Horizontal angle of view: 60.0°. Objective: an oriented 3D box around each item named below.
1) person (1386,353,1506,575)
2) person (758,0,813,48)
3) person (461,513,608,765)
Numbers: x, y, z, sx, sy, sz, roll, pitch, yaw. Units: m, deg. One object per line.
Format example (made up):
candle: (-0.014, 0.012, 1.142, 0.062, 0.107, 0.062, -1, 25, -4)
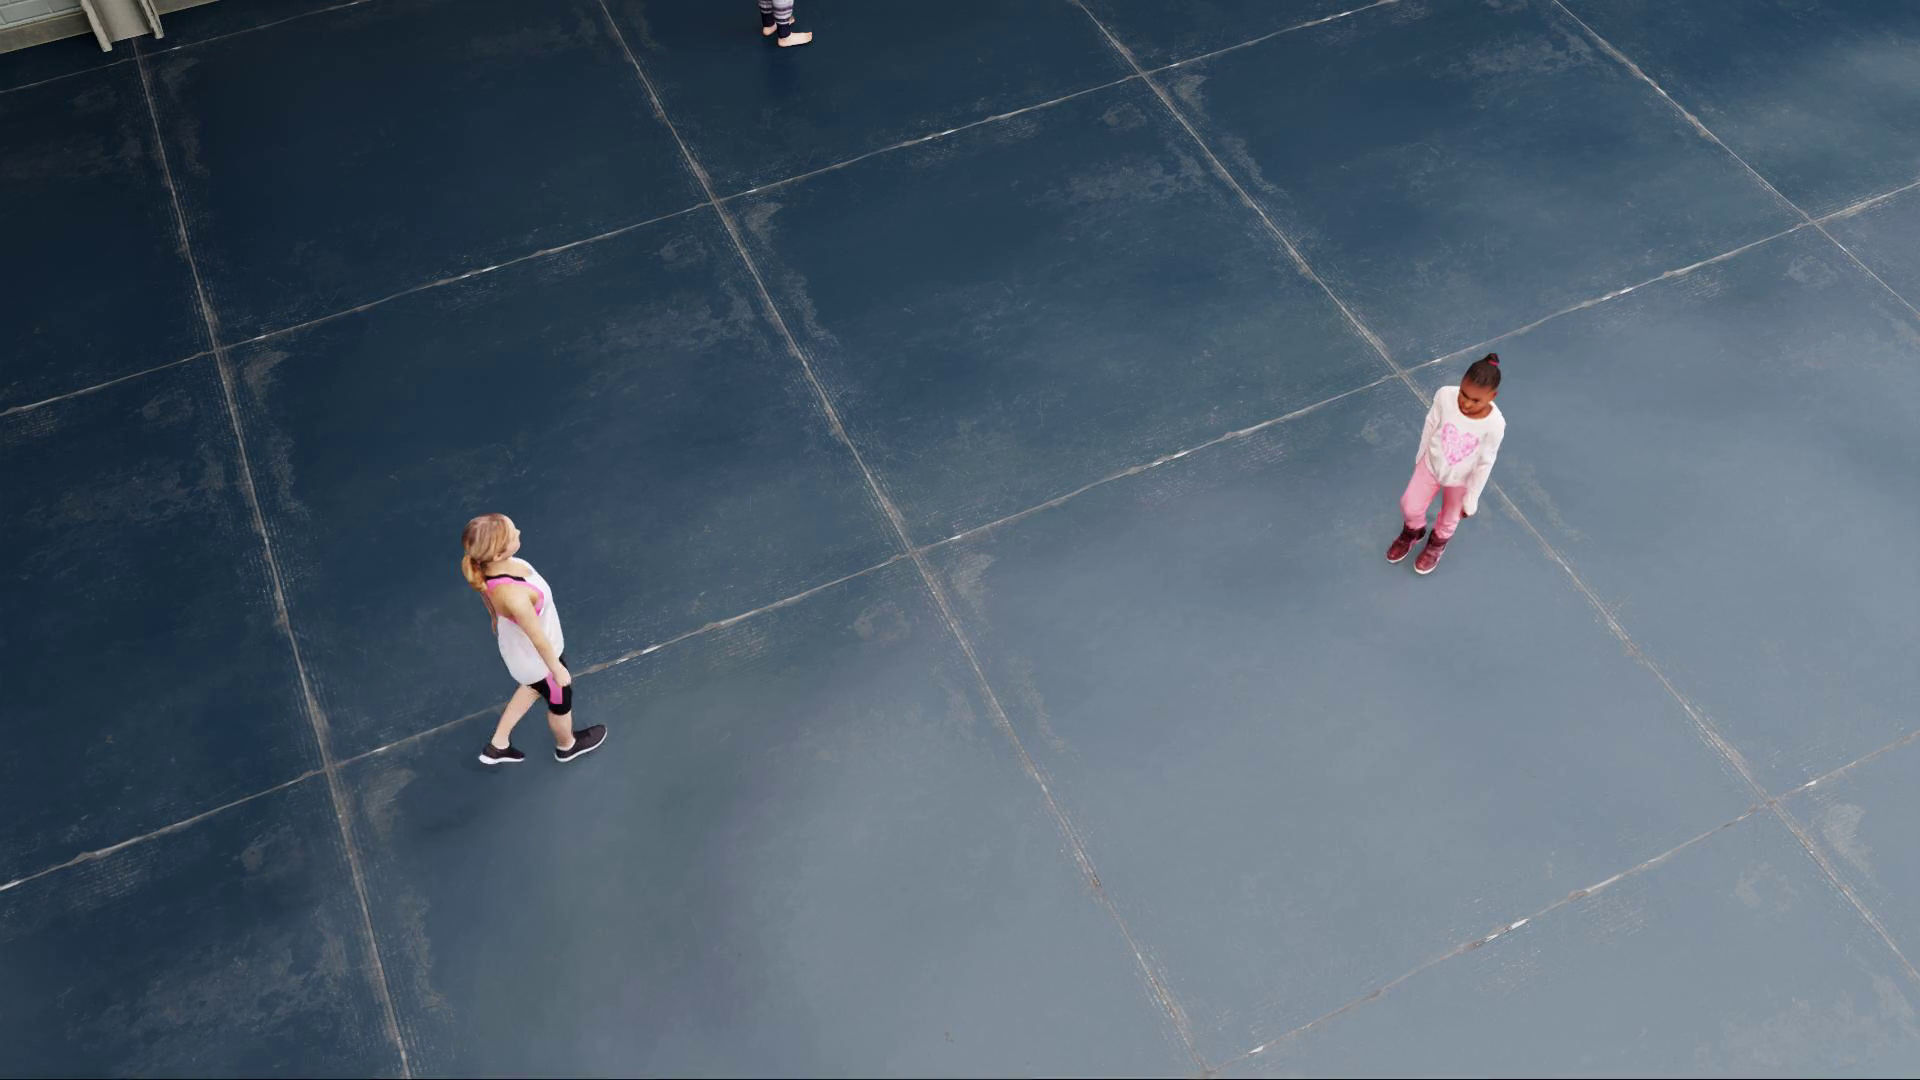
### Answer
person: (2.403, -0.392, 8.013, 0.643, 1.435, 0.670, 30, 58, 21)
person: (-1.199, -3.954, 10.583, 0.578, 1.734, 0.648, -30, 58, -21)
person: (-1.904, 0.515, 7.096, 0.853, 1.774, 0.694, -29, 58, -21)
